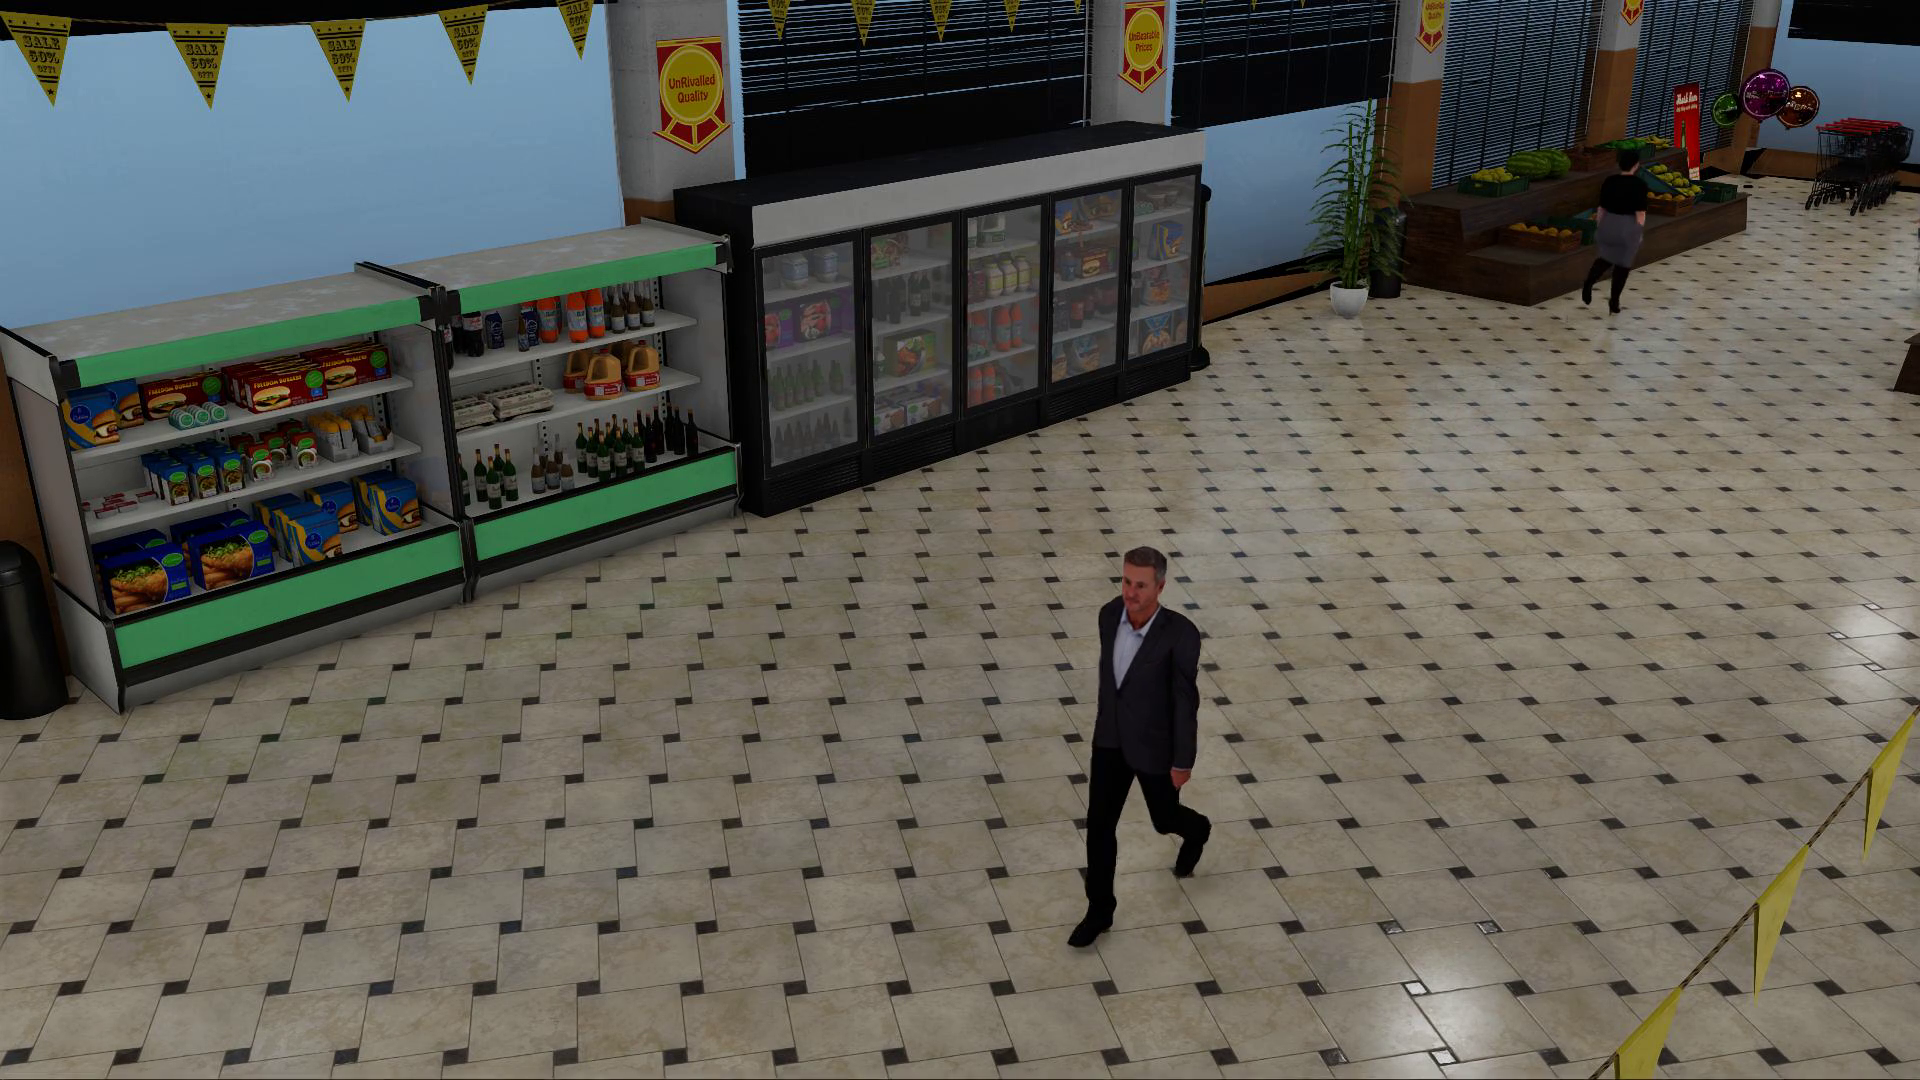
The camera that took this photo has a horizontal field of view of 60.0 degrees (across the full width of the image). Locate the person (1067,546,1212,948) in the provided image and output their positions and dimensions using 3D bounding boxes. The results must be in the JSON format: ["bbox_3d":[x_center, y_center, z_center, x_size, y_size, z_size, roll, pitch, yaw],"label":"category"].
[{"bbox_3d":[0.832,0.863,7.310,0.790,1.800,1.198,17,27,36],"label":"person"}]

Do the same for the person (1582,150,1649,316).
[{"bbox_3d":[6.904,-3.213,17.529,0.887,1.745,0.712,-16,27,-35],"label":"person"}]
